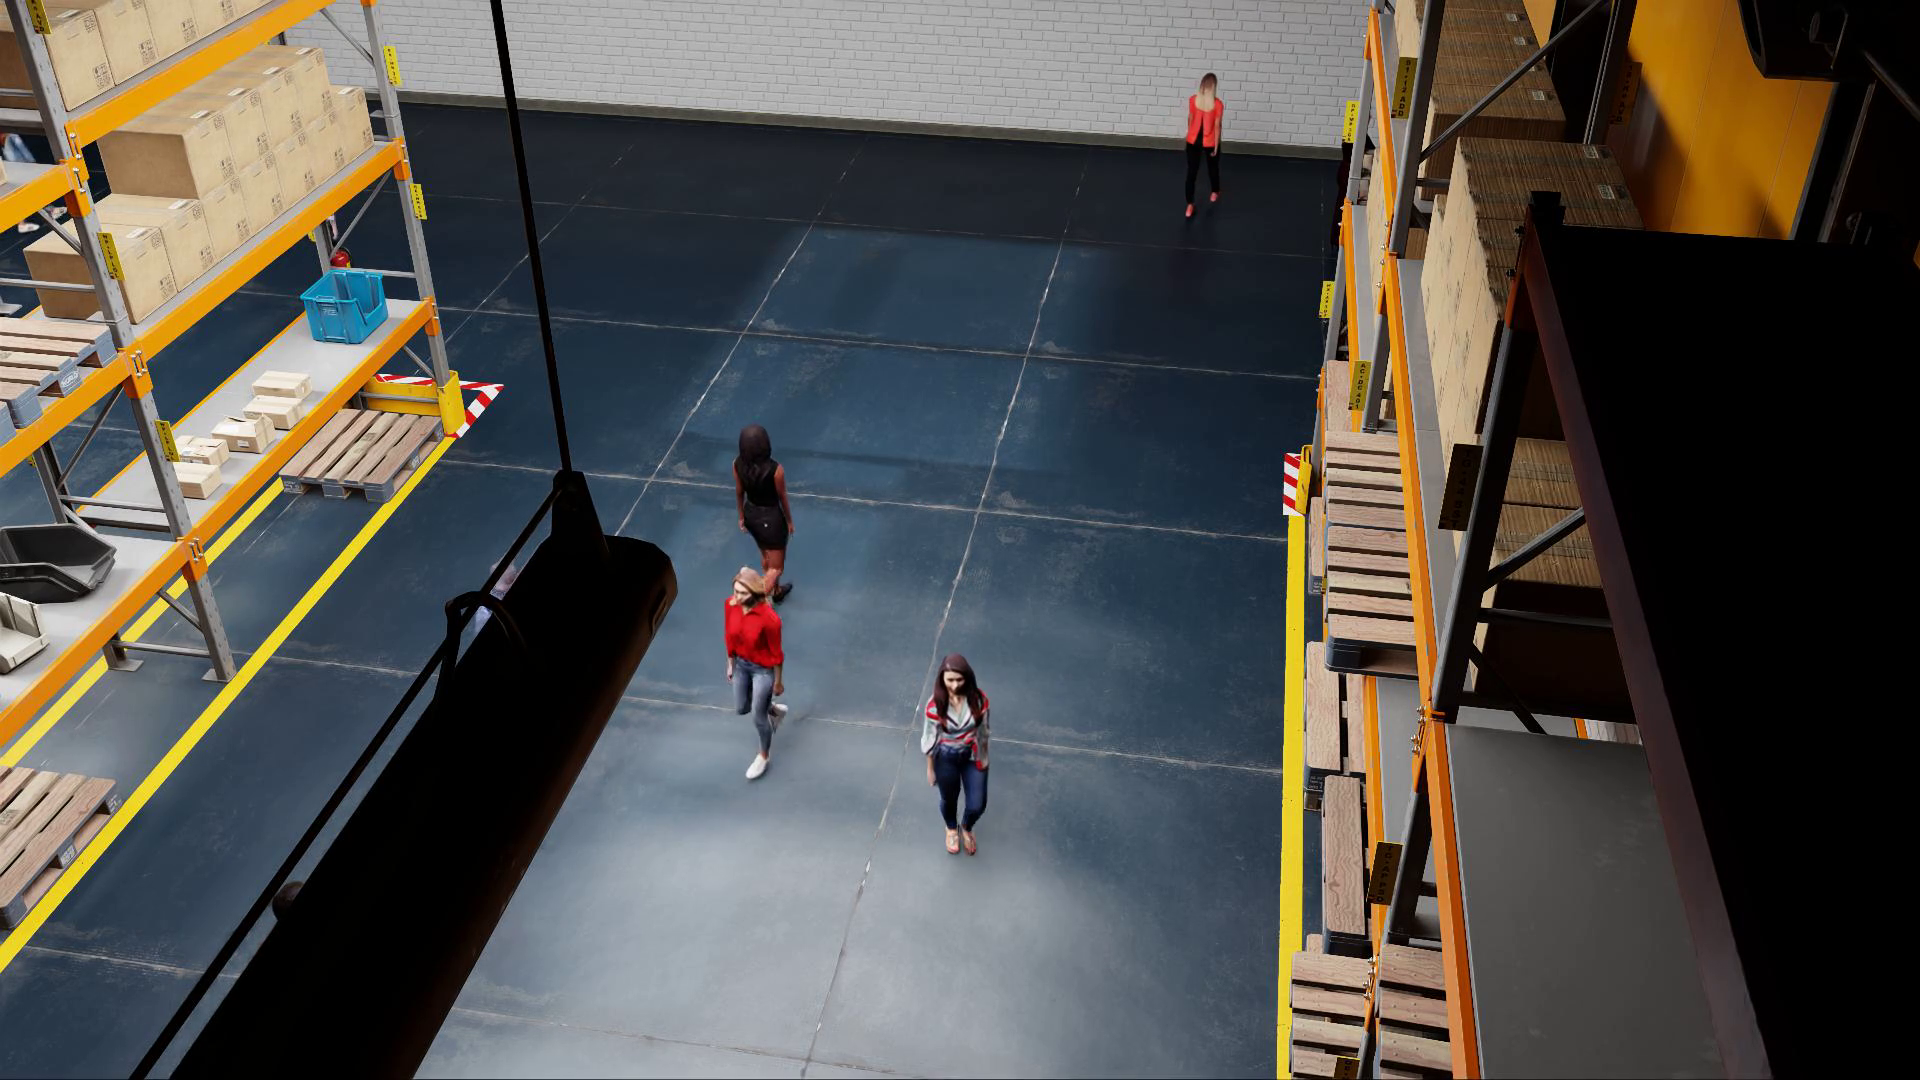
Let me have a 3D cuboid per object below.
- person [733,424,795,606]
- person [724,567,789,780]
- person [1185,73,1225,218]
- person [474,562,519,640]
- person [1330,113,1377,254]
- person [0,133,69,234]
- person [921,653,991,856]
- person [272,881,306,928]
[{"bbox_3d":[-1.528,-0.069,12.730,0.836,1.719,1.149,16,37,23],"label":"person"},{"bbox_3d":[-1.351,0.847,11.376,0.772,1.692,0.877,19,38,26],"label":"person"},{"bbox_3d":[2.837,-4.643,19.659,0.730,1.665,1.051,13,36,18],"label":"person"},{"bbox_3d":[-2.921,0.896,11.168,0.809,1.840,1.184,0,34,0],"label":"person"},{"bbox_3d":[4.390,-4.027,18.649,0.784,1.758,0.629,-3,34,-5],"label":"person"},{"bbox_3d":[-10.962,-4.258,19.270,0.979,1.455,0.854,-29,43,-36],"label":"person"},{"bbox_3d":[-0.024,1.345,10.711,0.691,1.599,0.701,-5,34,-7],"label":"person"},{"bbox_3d":[-3.361,2.512,8.794,0.749,1.778,0.730,21,39,28],"label":"person"}]
